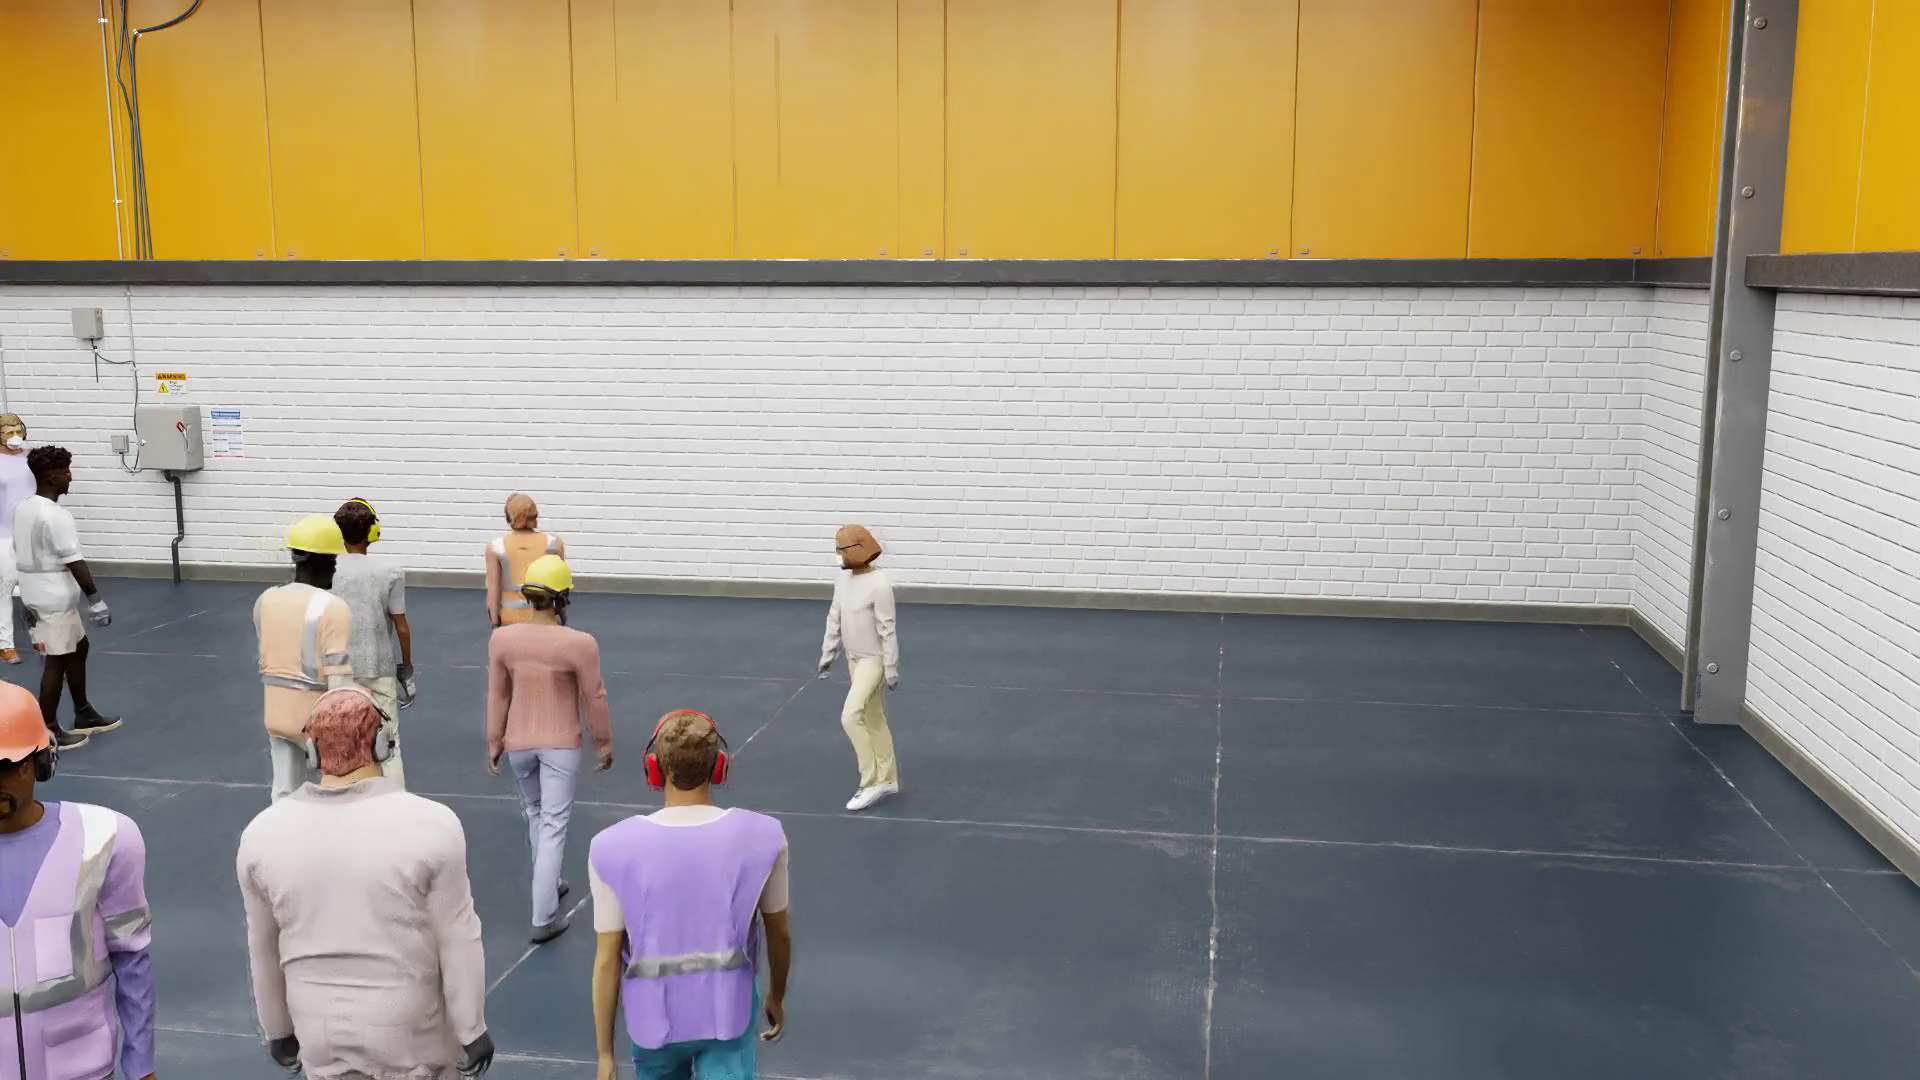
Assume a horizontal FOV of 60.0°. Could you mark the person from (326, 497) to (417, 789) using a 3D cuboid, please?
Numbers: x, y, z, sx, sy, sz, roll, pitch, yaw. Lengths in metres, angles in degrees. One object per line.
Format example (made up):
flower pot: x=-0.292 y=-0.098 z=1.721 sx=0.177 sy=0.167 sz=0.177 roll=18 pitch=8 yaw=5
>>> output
person: x=-3.100 y=0.709 z=8.652 sx=0.514 sy=1.872 sz=0.328 roll=-2 pitch=9 yaw=-12

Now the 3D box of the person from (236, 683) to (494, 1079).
person: x=-1.652 y=1.339 z=4.671 sx=0.677 sy=1.892 sz=0.444 roll=1 pitch=9 yaw=4

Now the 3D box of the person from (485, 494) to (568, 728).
person: x=-2.799 y=0.498 z=10.766 sx=0.520 sy=1.607 sz=0.794 roll=-3 pitch=10 yaw=-17

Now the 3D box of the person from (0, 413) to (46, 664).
person: x=-7.325 y=-0.020 z=12.936 sx=0.372 sy=1.940 sz=0.631 roll=6 pitch=11 yaw=34

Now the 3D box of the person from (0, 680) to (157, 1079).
person: x=-2.354 y=1.344 z=4.199 sx=0.613 sy=2.043 sz=0.374 roll=-5 pitch=10 yaw=-26

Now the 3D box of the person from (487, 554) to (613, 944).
person: x=-1.870 y=0.928 z=7.700 sx=0.549 sy=1.734 sz=0.770 roll=2 pitch=9 yaw=12

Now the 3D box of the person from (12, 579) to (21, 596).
person: x=-8.885 y=-0.260 z=15.438 sx=0.572 sy=1.612 sz=0.295 roll=2 pitch=9 yaw=12

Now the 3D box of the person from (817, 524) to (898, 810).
person: x=-0.576 y=0.714 z=9.439 sx=0.578 sy=1.604 sz=0.510 roll=-6 pitch=11 yaw=-33

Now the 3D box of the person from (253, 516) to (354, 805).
person: x=-3.004 y=0.842 z=7.716 sx=0.623 sy=1.897 sz=0.583 roll=4 pitch=10 yaw=25

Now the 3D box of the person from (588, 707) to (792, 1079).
person: x=-0.760 y=1.384 z=4.769 sx=0.582 sy=1.803 sz=0.996 roll=-2 pitch=9 yaw=-12

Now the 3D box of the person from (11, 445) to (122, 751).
person: x=-5.635 y=0.356 z=10.606 sx=0.616 sy=1.944 sz=0.714 roll=8 pitch=12 yaw=41
